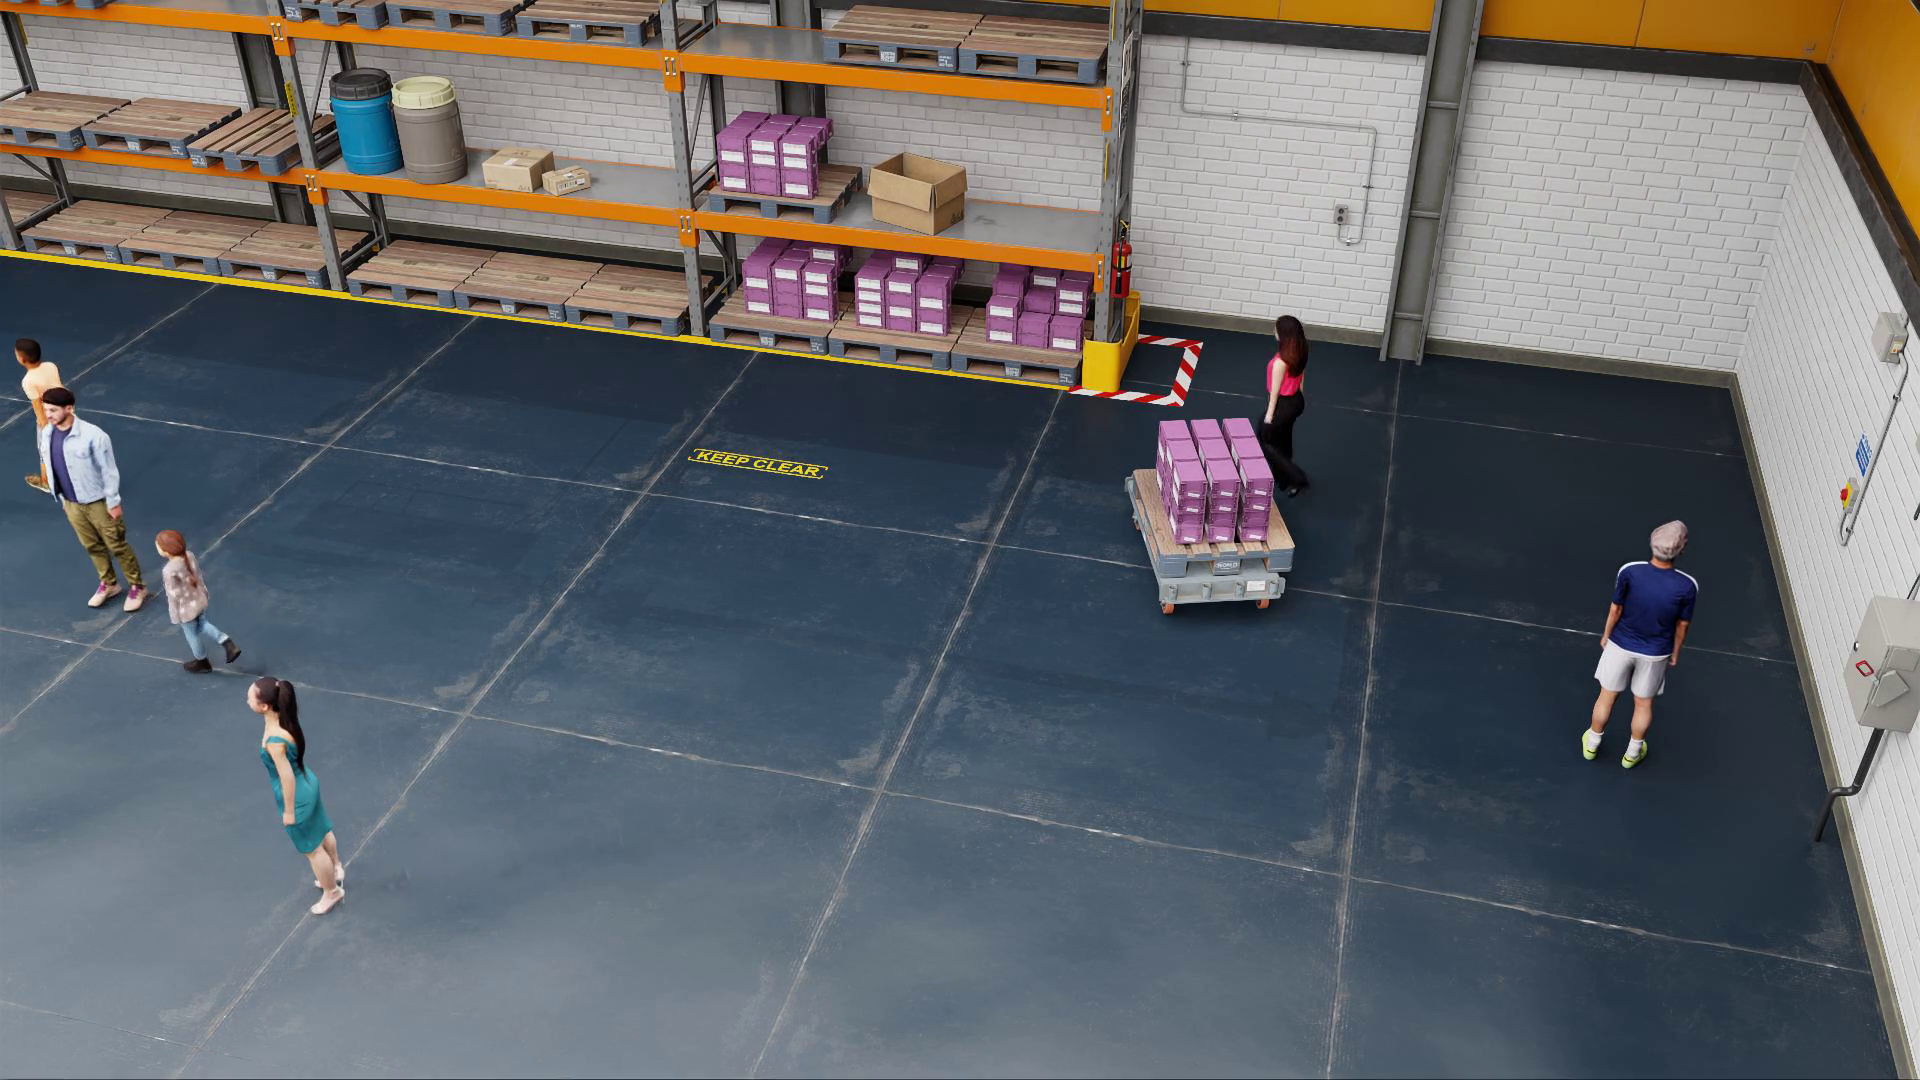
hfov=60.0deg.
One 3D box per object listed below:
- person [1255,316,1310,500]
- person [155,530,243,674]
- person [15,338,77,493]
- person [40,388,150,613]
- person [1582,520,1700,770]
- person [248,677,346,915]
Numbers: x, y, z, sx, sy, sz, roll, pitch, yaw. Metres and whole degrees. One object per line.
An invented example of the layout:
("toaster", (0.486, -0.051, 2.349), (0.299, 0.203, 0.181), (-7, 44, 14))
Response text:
("person", (2.643, -1.024, 13.374), (0.859, 1.645, 0.770), (27, 42, 34))
("person", (-5.328, 0.444, 11.580), (0.685, 1.186, 0.520), (5, 34, 7))
("person", (-7.240, -0.950, 13.457), (0.967, 1.428, 0.574), (11, 35, 16))
("person", (-6.347, -0.306, 12.142), (0.478, 1.811, 0.723), (8, 35, 12))
("person", (4.359, 0.669, 10.651), (0.537, 1.838, 0.726), (14, 36, 20))
("person", (-3.819, 1.467, 9.587), (0.610, 1.688, 0.621), (-6, 34, -9))
